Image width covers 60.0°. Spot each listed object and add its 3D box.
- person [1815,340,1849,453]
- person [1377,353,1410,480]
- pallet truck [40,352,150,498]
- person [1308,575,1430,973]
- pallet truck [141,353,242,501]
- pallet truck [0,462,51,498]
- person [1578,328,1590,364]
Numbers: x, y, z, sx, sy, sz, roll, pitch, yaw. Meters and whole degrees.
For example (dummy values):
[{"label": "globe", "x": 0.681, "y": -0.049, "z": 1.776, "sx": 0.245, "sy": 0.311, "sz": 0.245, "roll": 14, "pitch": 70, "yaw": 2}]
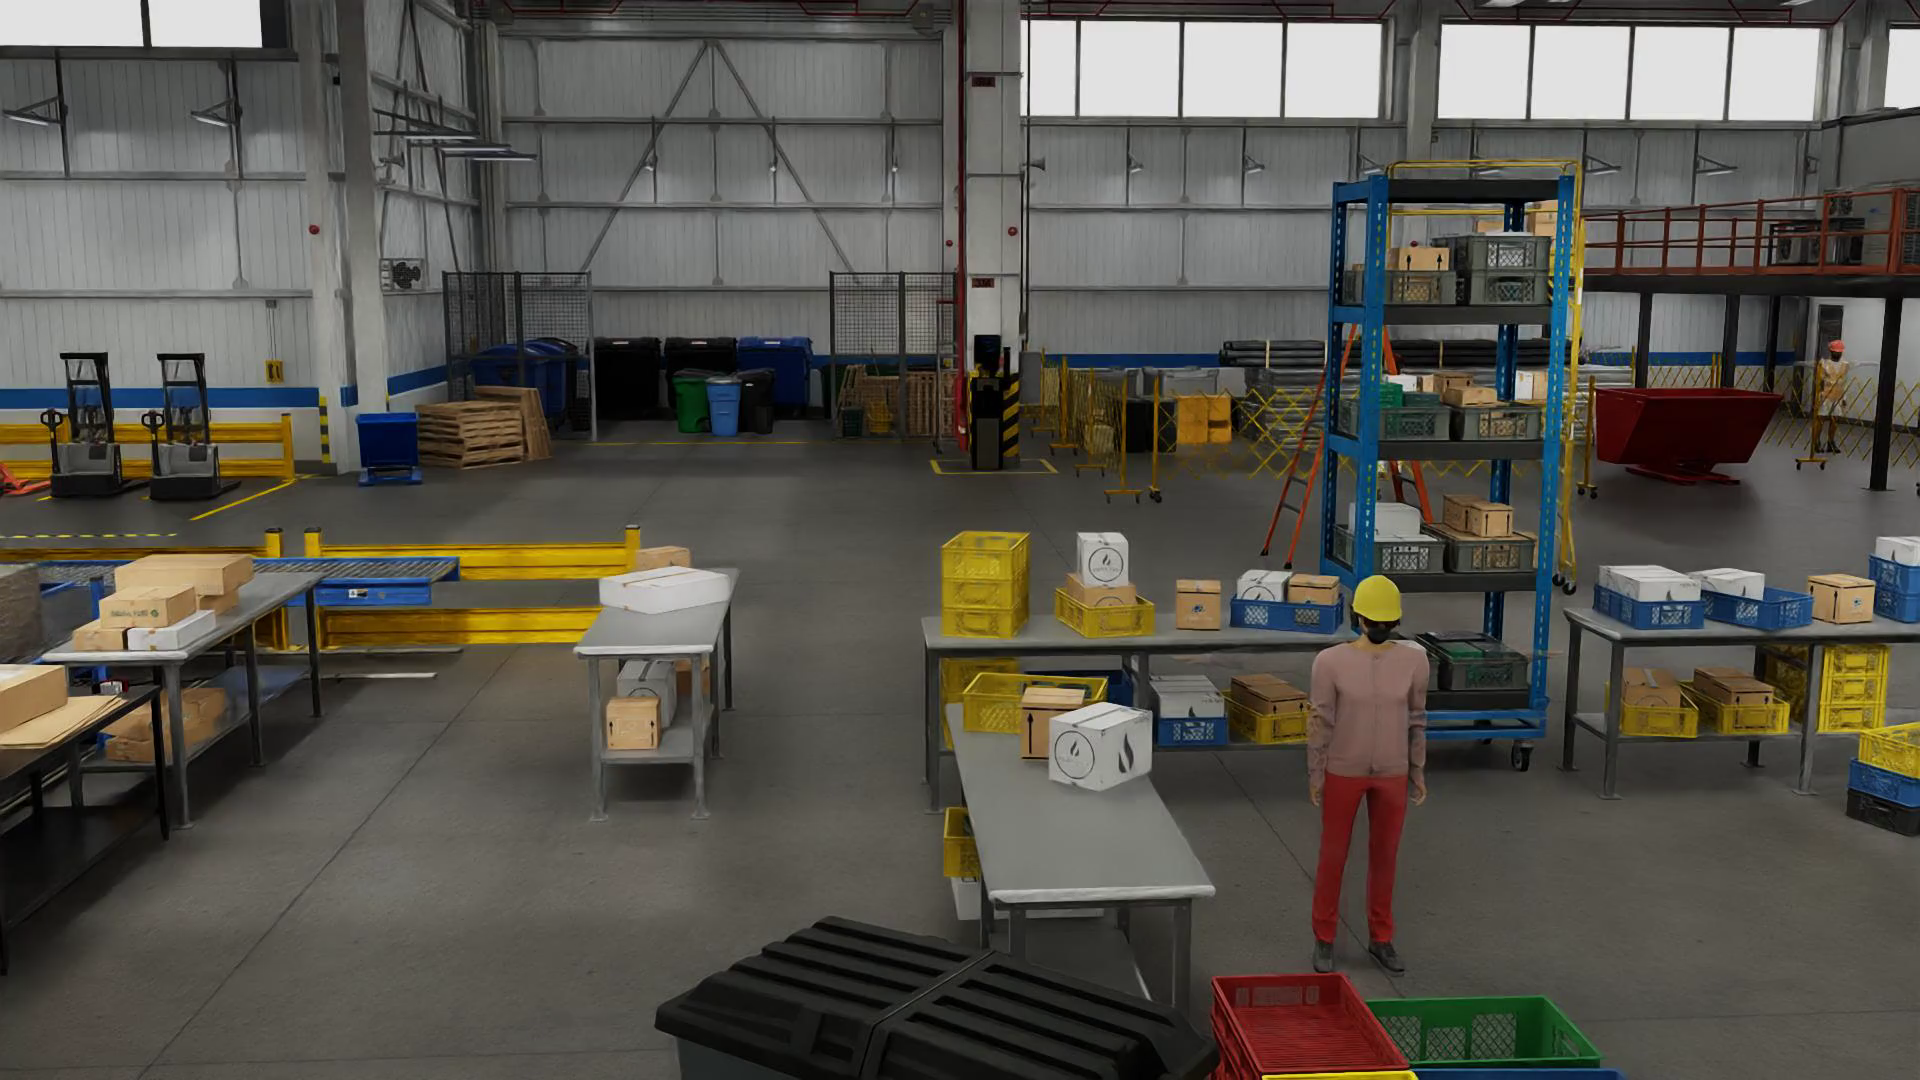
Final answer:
[{"label": "person", "x": 14.888, "y": -2.441, "z": 28.377, "sx": 0.551, "sy": 1.932, "sz": 0.378, "roll": -1, "pitch": 9, "yaw": -4}, {"label": "person", "x": 6.405, "y": -1.814, "z": 24.595, "sx": 0.584, "sy": 1.882, "sz": 0.337, "roll": -1, "pitch": 9, "yaw": -4}, {"label": "pallet truck", "x": -11.907, "y": -1.642, "z": 23.165, "sx": 0.823, "sy": 1.965, "sz": 1.885, "roll": 0, "pitch": 9, "yaw": 0}, {"label": "person", "x": 1.769, "y": 1.017, "z": 7.200, "sx": 0.533, "sy": 1.765, "sz": 0.330, "roll": -1, "pitch": 9, "yaw": -4}, {"label": "pallet truck", "x": -10.520, "y": -1.604, "z": 22.925, "sx": 0.823, "sy": 1.965, "sz": 1.885, "roll": -1, "pitch": 9, "yaw": -6}, {"label": "pallet truck", "x": -13.193, "y": -1.293, "z": 23.148, "sx": 0.653, "sy": 1.274, "sz": 1.630, "roll": -1, "pitch": 9, "yaw": -4}, {"label": "person", "x": 12.969, "y": -3.494, "z": 35.015, "sx": 0.594, "sy": 1.924, "sz": 0.382, "roll": -1, "pitch": 9, "yaw": -4}]
